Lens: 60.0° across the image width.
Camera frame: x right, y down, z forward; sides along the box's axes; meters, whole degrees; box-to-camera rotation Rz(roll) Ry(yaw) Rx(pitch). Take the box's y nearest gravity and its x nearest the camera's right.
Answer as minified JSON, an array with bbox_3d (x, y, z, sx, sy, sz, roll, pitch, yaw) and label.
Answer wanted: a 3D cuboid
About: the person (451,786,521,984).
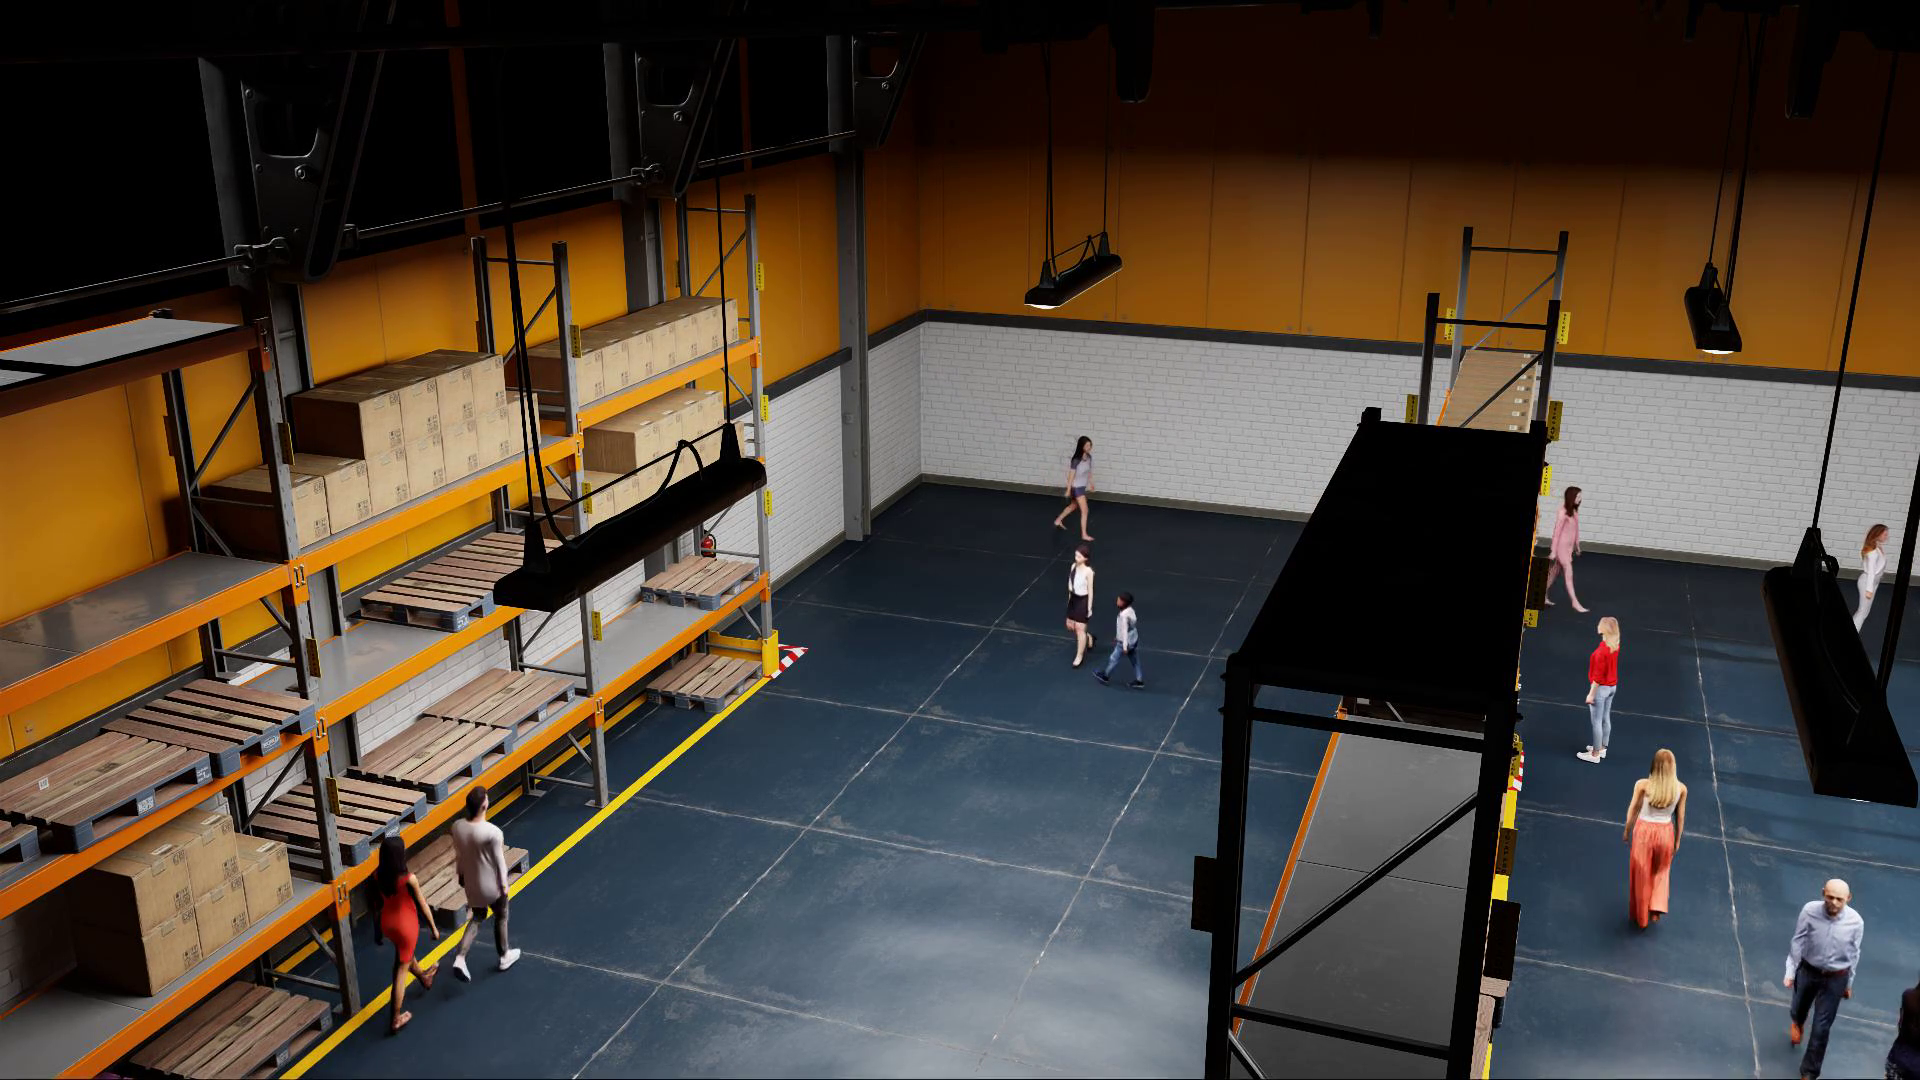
[{"bbox_3d":[-4.175,3.005,14.434,0.659,1.821,0.974,7,20,19],"label":"person"}]

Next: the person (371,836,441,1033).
[{"bbox_3d":[-4.686,3.295,13.795,0.674,1.678,1.062,5,19,14],"label":"person"}]

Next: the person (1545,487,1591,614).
[{"bbox_3d":[8.308,0.118,23.097,0.972,1.763,1.072,17,25,41],"label":"person"}]

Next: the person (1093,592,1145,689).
[{"bbox_3d":[2.124,1.256,20.558,0.635,1.227,0.844,10,21,27],"label":"person"}]

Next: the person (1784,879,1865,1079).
[{"bbox_3d":[6.821,3.450,13.200,0.736,1.765,1.194,9,21,25],"label":"person"}]

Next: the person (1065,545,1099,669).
[{"bbox_3d":[1.590,0.825,21.190,0.839,1.639,0.747,-15,24,-37],"label":"person"}]

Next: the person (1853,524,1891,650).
[{"bbox_3d":[11.775,0.632,21.567,0.680,1.766,0.524,11,21,29],"label":"person"}]

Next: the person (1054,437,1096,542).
[{"bbox_3d":[1.807,-0.822,26.054,0.820,1.657,1.034,9,21,26],"label":"person"}]

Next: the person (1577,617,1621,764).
[{"bbox_3d":[7.181,1.667,18.589,0.600,1.705,0.745,-17,25,-41],"label":"person"}]

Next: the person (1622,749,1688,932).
[{"bbox_3d":[6.325,2.779,15.150,0.689,1.792,0.752,3,19,9],"label":"person"}]
